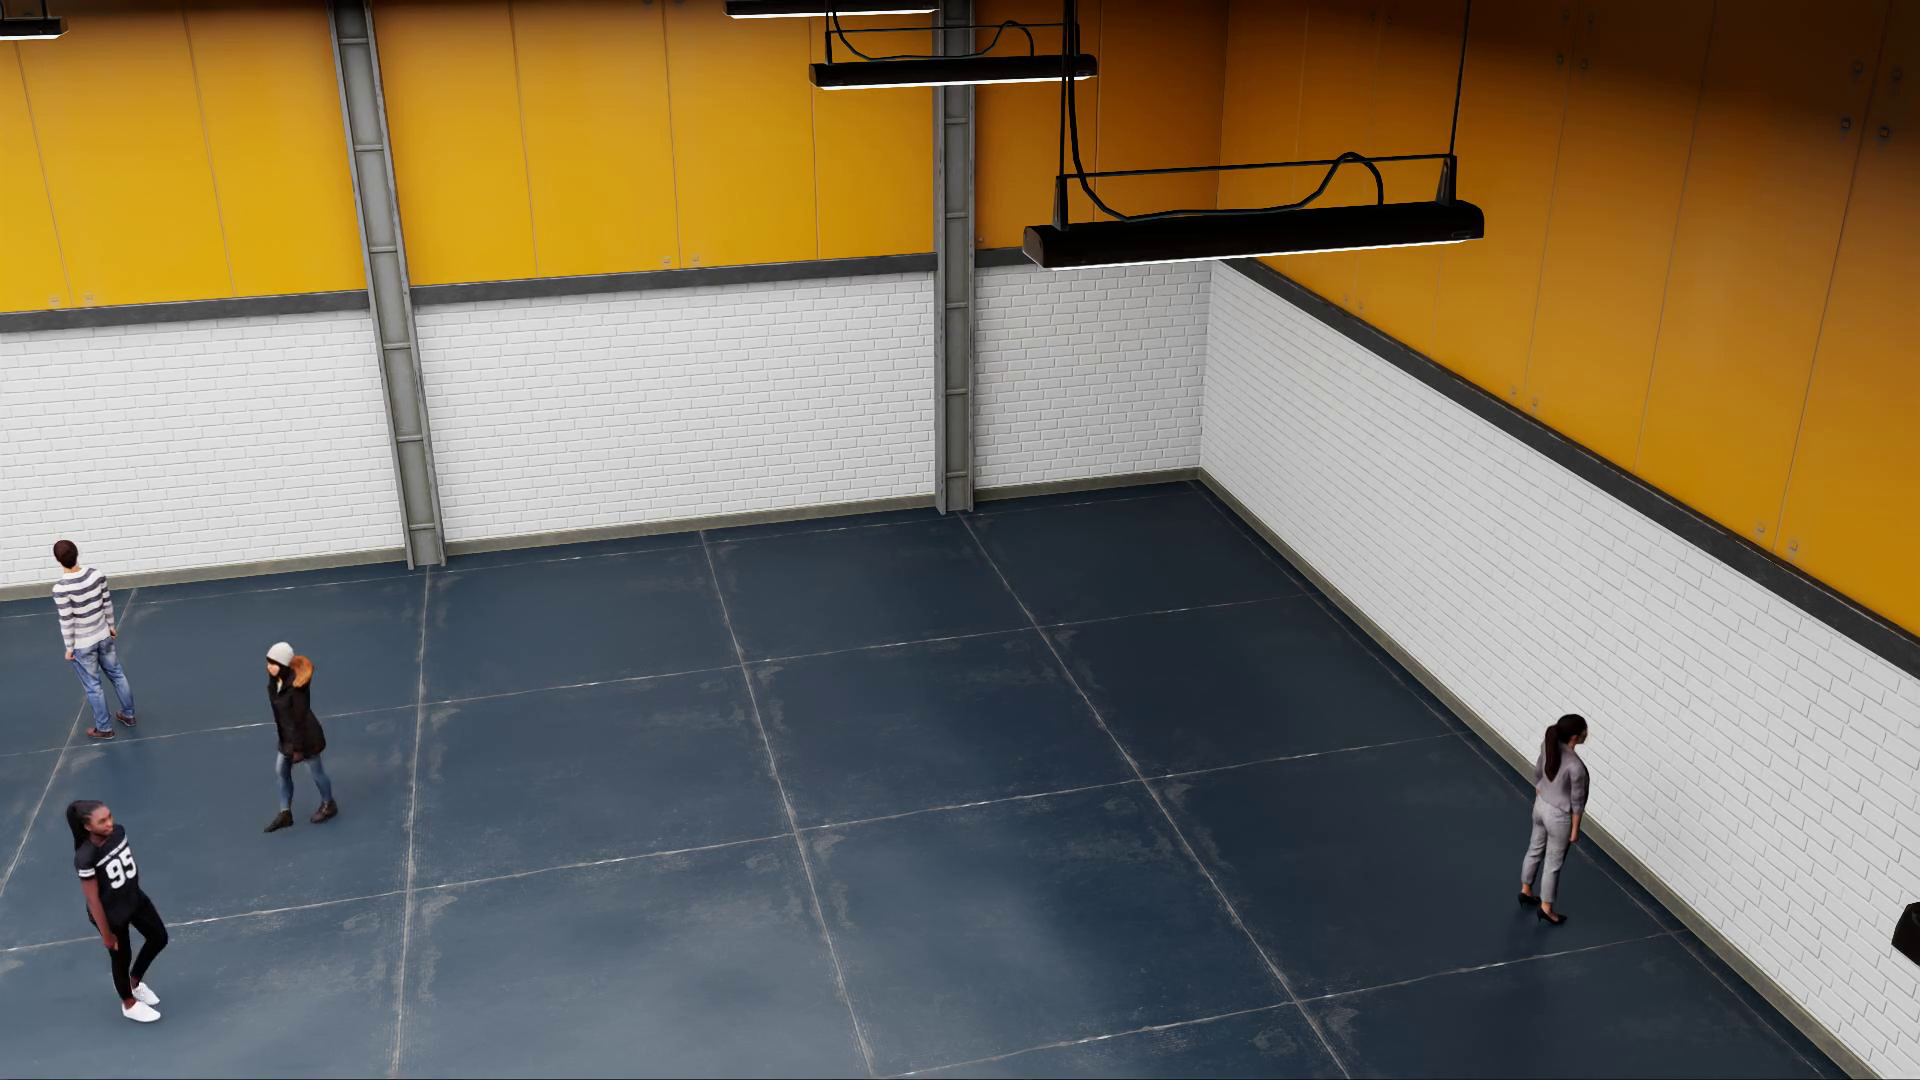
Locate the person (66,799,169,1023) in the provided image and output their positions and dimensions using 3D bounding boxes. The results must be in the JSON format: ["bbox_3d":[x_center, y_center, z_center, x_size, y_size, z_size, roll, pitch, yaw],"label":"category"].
[{"bbox_3d":[-5.679,2.464,11.080,0.775,1.720,0.748,4,24,9],"label":"person"}]

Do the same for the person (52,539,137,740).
[{"bbox_3d":[-7.631,0.859,14.590,0.754,1.850,0.712,11,26,24],"label":"person"}]

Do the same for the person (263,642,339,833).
[{"bbox_3d":[-5.232,1.536,13.330,0.873,1.618,0.939,14,27,28],"label":"person"}]

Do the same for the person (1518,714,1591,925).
[{"bbox_3d":[4.340,2.019,12.153,0.587,1.677,0.633,-8,25,-18],"label":"person"}]
